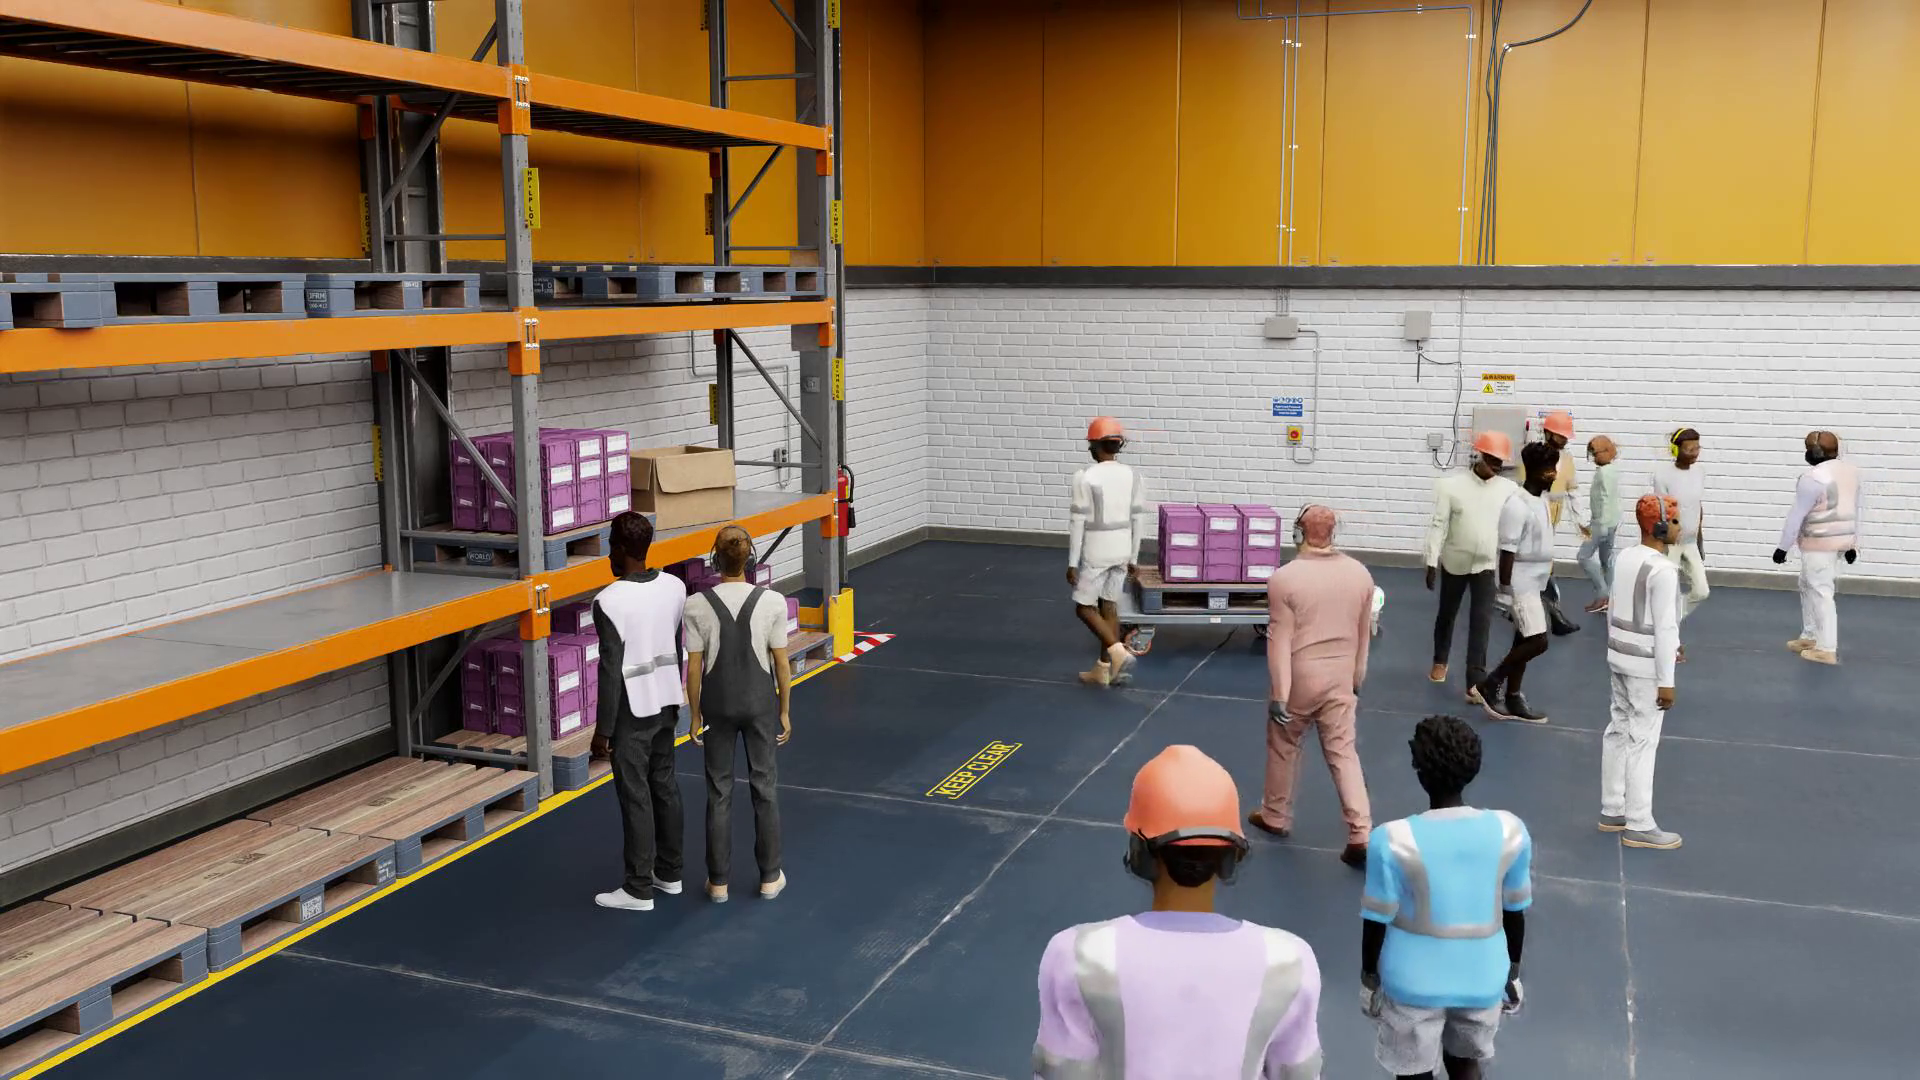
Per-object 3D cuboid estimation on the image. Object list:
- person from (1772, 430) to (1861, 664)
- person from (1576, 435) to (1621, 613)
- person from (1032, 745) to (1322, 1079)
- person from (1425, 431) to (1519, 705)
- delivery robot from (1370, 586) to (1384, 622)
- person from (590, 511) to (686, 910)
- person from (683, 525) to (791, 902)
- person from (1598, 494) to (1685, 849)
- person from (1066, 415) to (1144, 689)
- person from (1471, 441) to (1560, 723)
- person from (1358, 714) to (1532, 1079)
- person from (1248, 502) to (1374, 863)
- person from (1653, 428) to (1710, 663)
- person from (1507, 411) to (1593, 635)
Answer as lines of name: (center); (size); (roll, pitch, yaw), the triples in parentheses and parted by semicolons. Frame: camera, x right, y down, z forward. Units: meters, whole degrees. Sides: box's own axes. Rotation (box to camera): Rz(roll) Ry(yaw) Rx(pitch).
person: (6.734, 0.044, 13.134); (0.651, 1.815, 0.656); (-6, 11, -34)
person: (5.724, -0.136, 14.864); (0.367, 1.617, 0.543); (4, 10, 25)
person: (0.457, 1.439, 3.721); (0.654, 2.023, 0.658); (0, 9, -2)
person: (3.691, 0.162, 12.055); (0.665, 1.938, 1.027); (1, 9, 4)
delivery robot: (3.174, 0.504, 13.910); (0.707, 0.478, 0.477); (1, 9, 6)
person: (-1.531, 0.816, 7.979); (0.389, 1.919, 0.592); (5, 10, 27)
person: (-1.073, 0.840, 8.057); (0.508, 1.846, 0.345); (-1, 9, -8)
person: (3.652, 0.689, 8.885); (0.361, 1.882, 0.575); (-1, 9, -4)
person: (1.091, 0.116, 12.030); (0.637, 2.026, 0.641); (-6, 11, -32)
person: (3.815, 0.294, 11.192); (0.426, 1.944, 0.637); (5, 10, 30)
person: (1.497, 1.374, 5.173); (0.552, 1.684, 0.395); (-1, 9, -8)
person: (1.886, 0.732, 8.702); (0.658, 1.862, 0.977); (-3, 10, -19)
person: (5.668, 0.042, 13.025); (0.536, 1.853, 0.388); (-3, 10, -19)
person: (5.052, -0.150, 14.135); (0.574, 1.880, 0.940); (-6, 11, -31)
